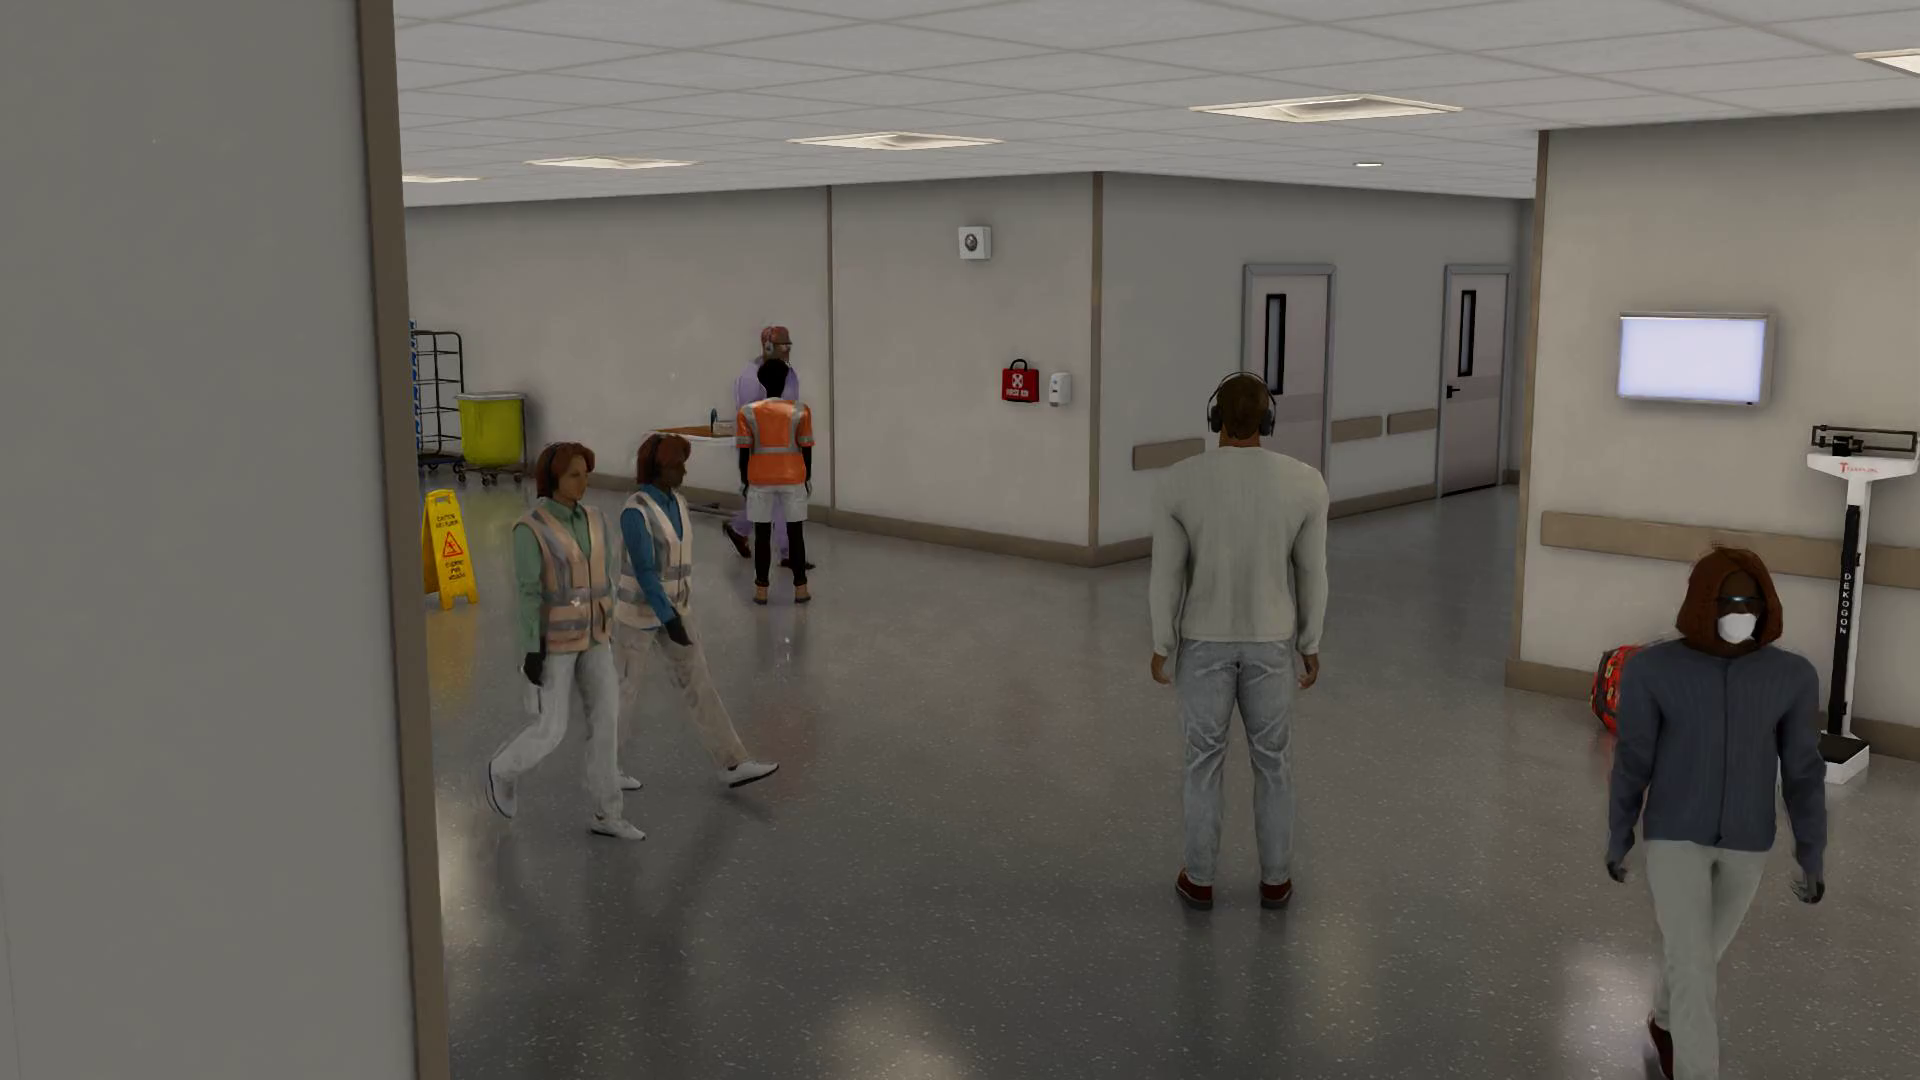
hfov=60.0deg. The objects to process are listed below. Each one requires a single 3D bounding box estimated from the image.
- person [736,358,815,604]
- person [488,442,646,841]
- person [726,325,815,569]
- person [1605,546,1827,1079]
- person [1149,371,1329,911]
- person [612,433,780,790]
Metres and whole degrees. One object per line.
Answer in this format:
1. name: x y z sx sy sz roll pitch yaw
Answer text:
1. person: -1.259 -0.396 11.406 0.533 1.692 0.322 -1 9 -4
2. person: -1.613 0.408 6.691 0.640 1.621 0.526 6 11 32
3. person: -1.496 -0.729 12.911 0.891 1.878 0.656 5 11 28
4. person: 2.000 0.793 4.427 0.513 1.590 0.846 1 9 4
5. person: 0.990 0.369 5.961 0.633 1.938 0.356 0 9 3
6. person: -1.263 0.334 7.226 0.866 1.589 0.507 4 10 21
